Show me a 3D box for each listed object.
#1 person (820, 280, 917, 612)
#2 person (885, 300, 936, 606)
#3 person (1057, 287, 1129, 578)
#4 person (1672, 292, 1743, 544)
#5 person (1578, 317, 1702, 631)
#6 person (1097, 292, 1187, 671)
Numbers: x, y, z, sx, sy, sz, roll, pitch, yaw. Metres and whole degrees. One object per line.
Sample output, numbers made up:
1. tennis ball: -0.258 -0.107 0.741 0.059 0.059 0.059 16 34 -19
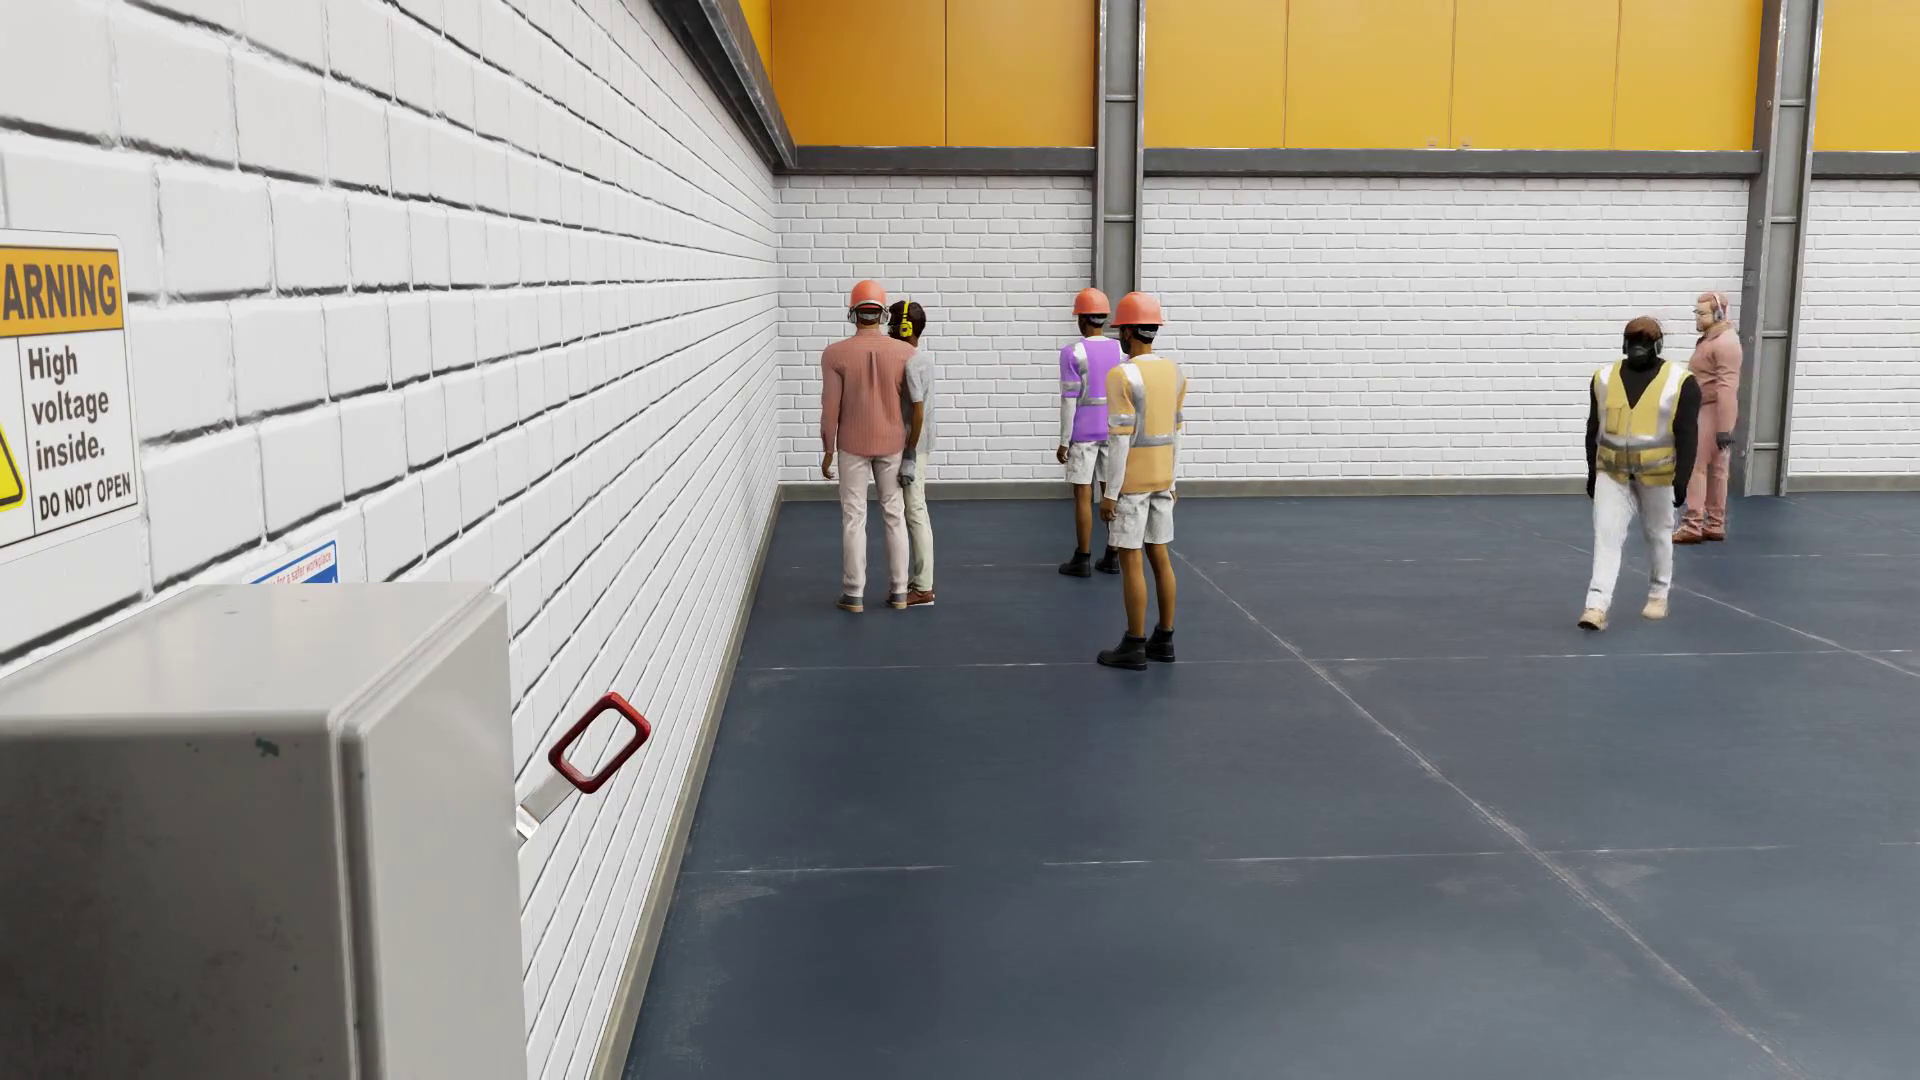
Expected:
1. person: -0.544 -0.564 10.040 0.622 1.992 0.396 -3 9 -17
2. person: -0.307 -0.526 10.200 0.312 1.869 0.536 1 9 4
3. person: 0.885 -0.715 11.165 0.543 1.941 0.353 -5 10 -28
4. person: 5.544 -0.911 12.568 0.659 1.886 0.678 3 9 17
5. person: 3.900 -0.384 9.576 0.645 1.789 0.999 7 11 37
6. person: 0.909 -0.301 8.575 0.551 1.934 0.373 -8 12 -43
